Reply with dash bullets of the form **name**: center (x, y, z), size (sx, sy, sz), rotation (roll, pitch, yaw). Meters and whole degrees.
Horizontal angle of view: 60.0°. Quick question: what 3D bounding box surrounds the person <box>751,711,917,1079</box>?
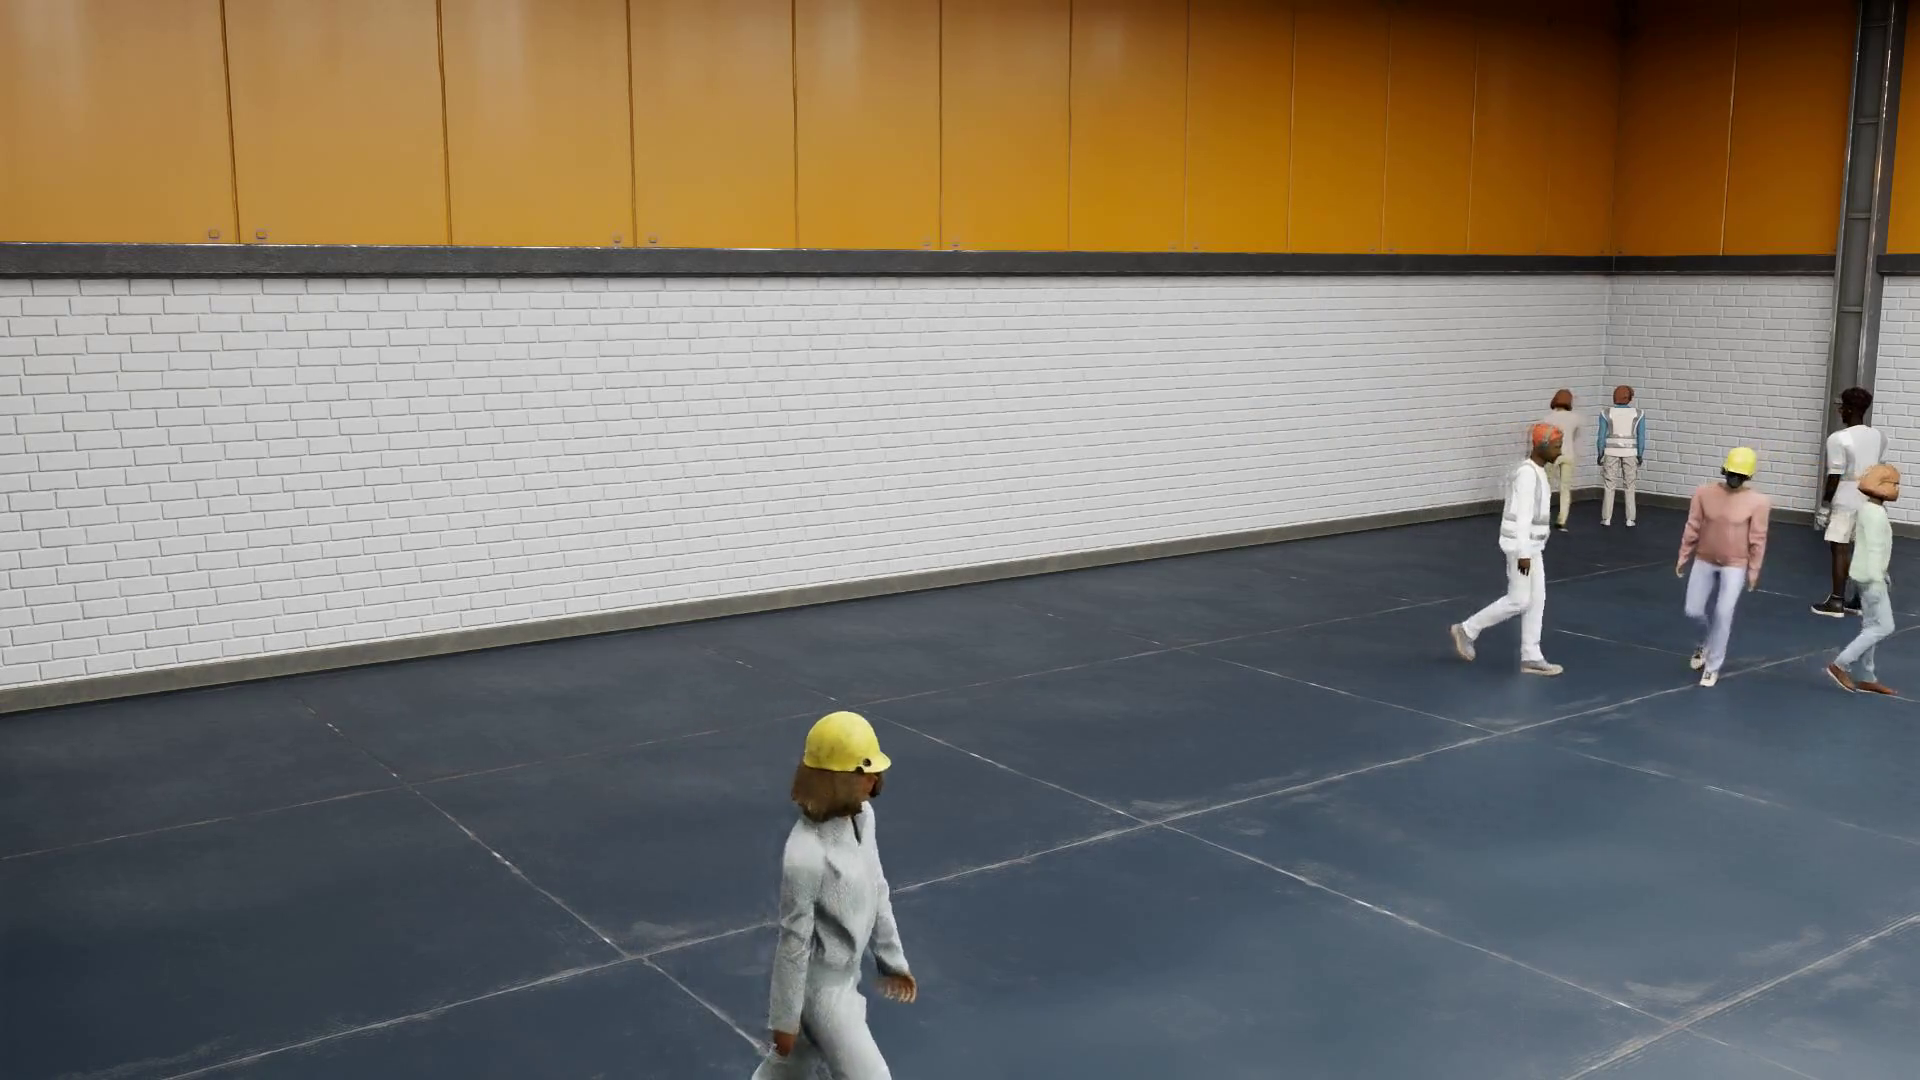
- **person**: center (-0.403, 1.317, 4.966), size (0.945, 1.690, 0.489), rotation (2, 9, 12)

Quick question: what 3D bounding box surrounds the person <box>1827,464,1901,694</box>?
- **person**: center (6.337, 0.279, 11.547), size (0.366, 1.621, 0.516), rotation (4, 10, 24)

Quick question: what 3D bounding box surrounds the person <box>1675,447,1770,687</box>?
- **person**: center (5.394, 0.182, 11.799), size (0.593, 1.728, 0.489), rotation (7, 11, 37)

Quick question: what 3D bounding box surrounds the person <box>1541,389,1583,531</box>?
- **person**: center (6.838, -0.930, 19.072), size (0.506, 1.594, 0.757), rotation (0, 9, 1)

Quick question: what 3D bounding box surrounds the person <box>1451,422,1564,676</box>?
- **person**: center (4.069, 0.059, 12.211), size (0.716, 1.855, 0.633), rotation (6, 11, 32)

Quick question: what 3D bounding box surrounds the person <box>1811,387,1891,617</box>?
- **person**: center (7.595, -0.321, 14.191), size (0.600, 1.967, 0.368), rotation (-3, 10, -16)

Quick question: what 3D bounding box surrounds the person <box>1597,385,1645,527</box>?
- **person**: center (7.595, -0.958, 19.139), size (0.515, 1.636, 0.315), rotation (3, 10, 18)
